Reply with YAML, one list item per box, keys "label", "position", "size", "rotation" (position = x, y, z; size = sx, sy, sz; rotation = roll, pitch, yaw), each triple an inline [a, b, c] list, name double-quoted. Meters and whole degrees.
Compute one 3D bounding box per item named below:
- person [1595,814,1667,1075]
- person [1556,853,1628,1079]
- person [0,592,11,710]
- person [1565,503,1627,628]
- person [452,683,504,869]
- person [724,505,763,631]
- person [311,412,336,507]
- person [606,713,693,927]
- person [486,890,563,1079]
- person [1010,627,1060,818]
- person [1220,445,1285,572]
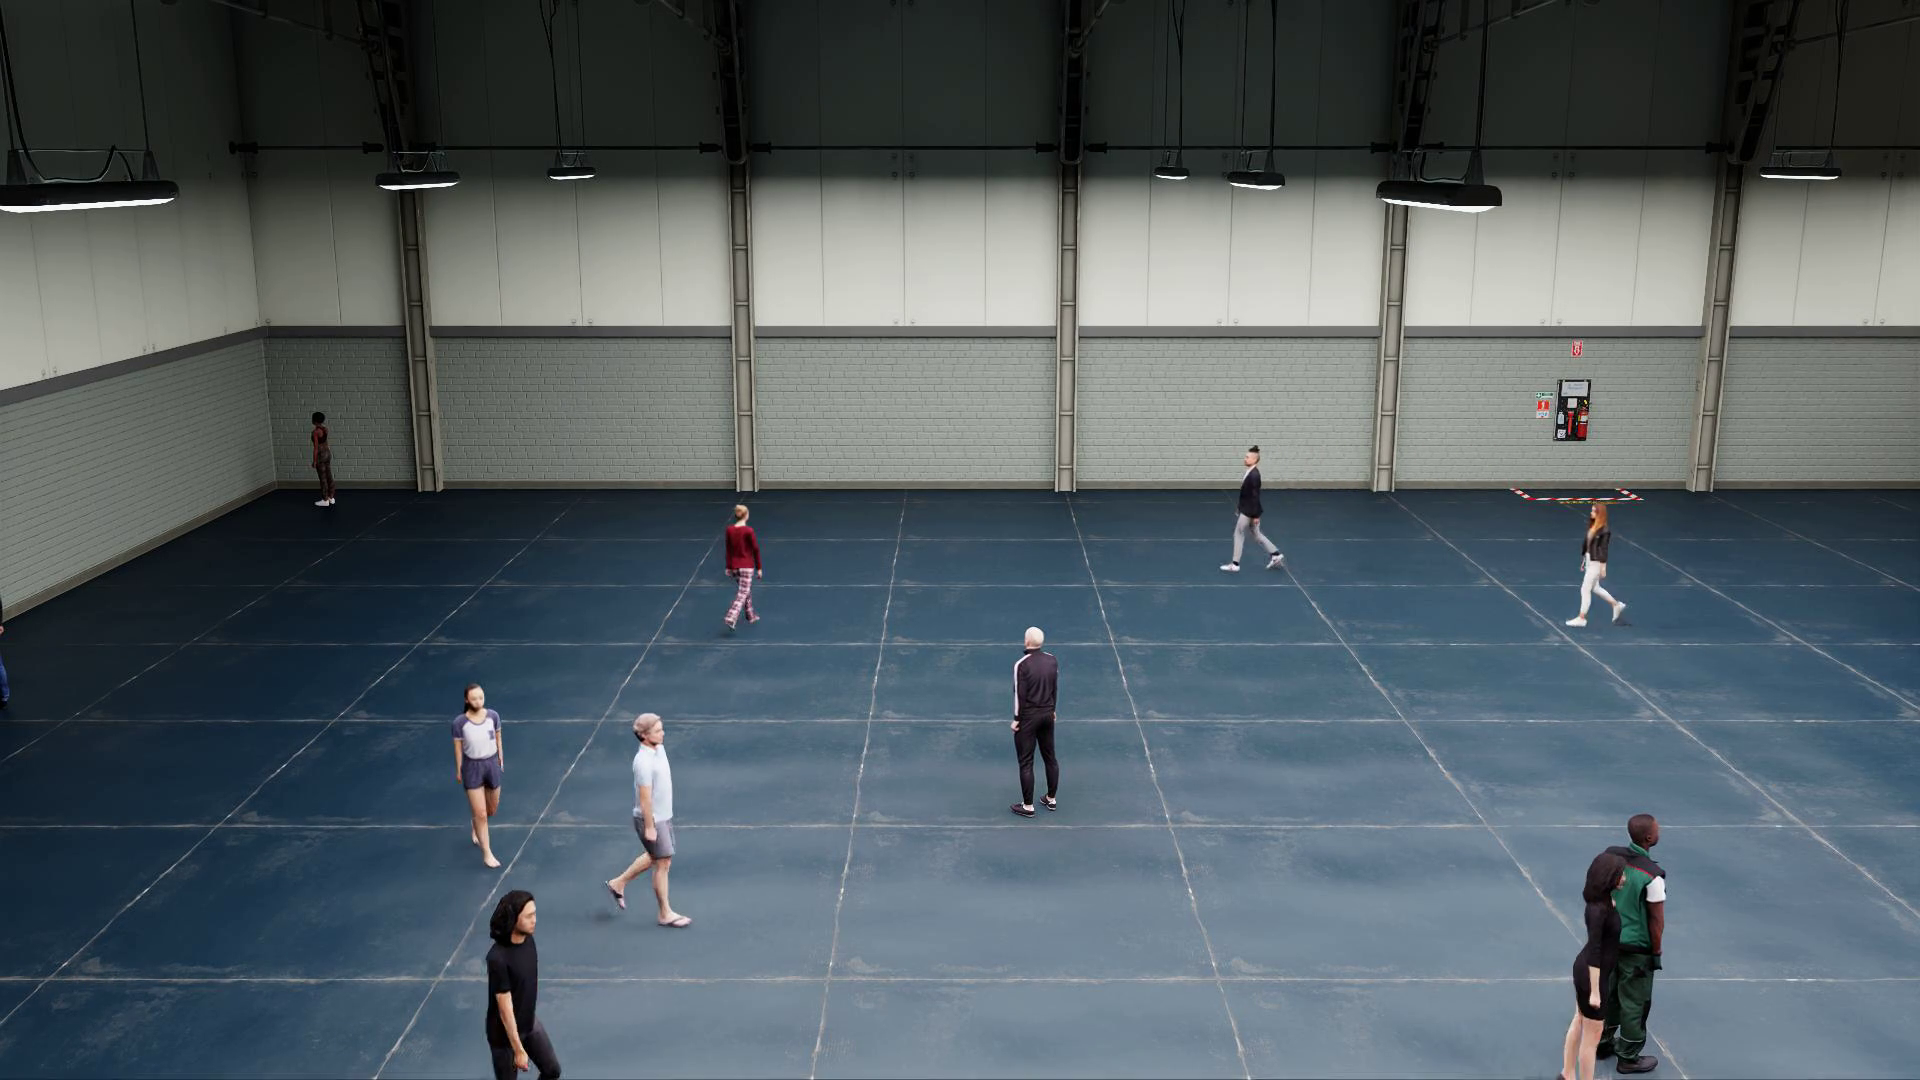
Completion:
- label: "person"
  position: [4.600, 2.745, 11.424]
  size: [0.750, 1.839, 0.777]
  rotation: [-6, 14, -24]
- label: "person"
  position: [4.119, 2.888, 10.887]
  size: [0.690, 1.802, 0.690]
  rotation: [5, 14, 22]
- label: "person"
  position: [-11.059, 1.016, 18.766]
  size: [0.780, 1.895, 0.761]
  rotation: [9, 16, 34]
- label: "person"
  position: [8.537, 0.338, 22.165]
  size: [1.035, 1.682, 0.597]
  rotation: [0, 13, 1]
- label: "person"
  position: [-4.309, 2.065, 14.829]
  size: [0.973, 1.627, 0.998]
  rotation: [-11, 17, -39]
- label: "person"
  position: [-2.918, 0.390, 21.979]
  size: [1.080, 1.666, 0.982]
  rotation: [7, 15, 27]
- label: "person"
  position: [-11.493, -1.476, 29.965]
  size: [0.599, 1.697, 0.620]
  rotation: [3, 13, 13]
- label: "person"
  position: [-2.569, 2.269, 13.536]
  size: [0.968, 1.813, 0.684]
  rotation: [1, 13, 4]
- label: "person"
  position: [-2.844, 3.007, 10.342]
  size: [0.854, 1.816, 0.779]
  rotation: [5, 14, 19]
- label: "person"
  position: [0.724, 1.722, 15.848]
  size: [0.721, 1.836, 0.826]
  rotation: [-9, 16, -34]
- label: "person"
  position: [4.474, -0.456, 25.076]
  size: [1.197, 1.916, 0.717]
  rotation: [1, 13, 2]
